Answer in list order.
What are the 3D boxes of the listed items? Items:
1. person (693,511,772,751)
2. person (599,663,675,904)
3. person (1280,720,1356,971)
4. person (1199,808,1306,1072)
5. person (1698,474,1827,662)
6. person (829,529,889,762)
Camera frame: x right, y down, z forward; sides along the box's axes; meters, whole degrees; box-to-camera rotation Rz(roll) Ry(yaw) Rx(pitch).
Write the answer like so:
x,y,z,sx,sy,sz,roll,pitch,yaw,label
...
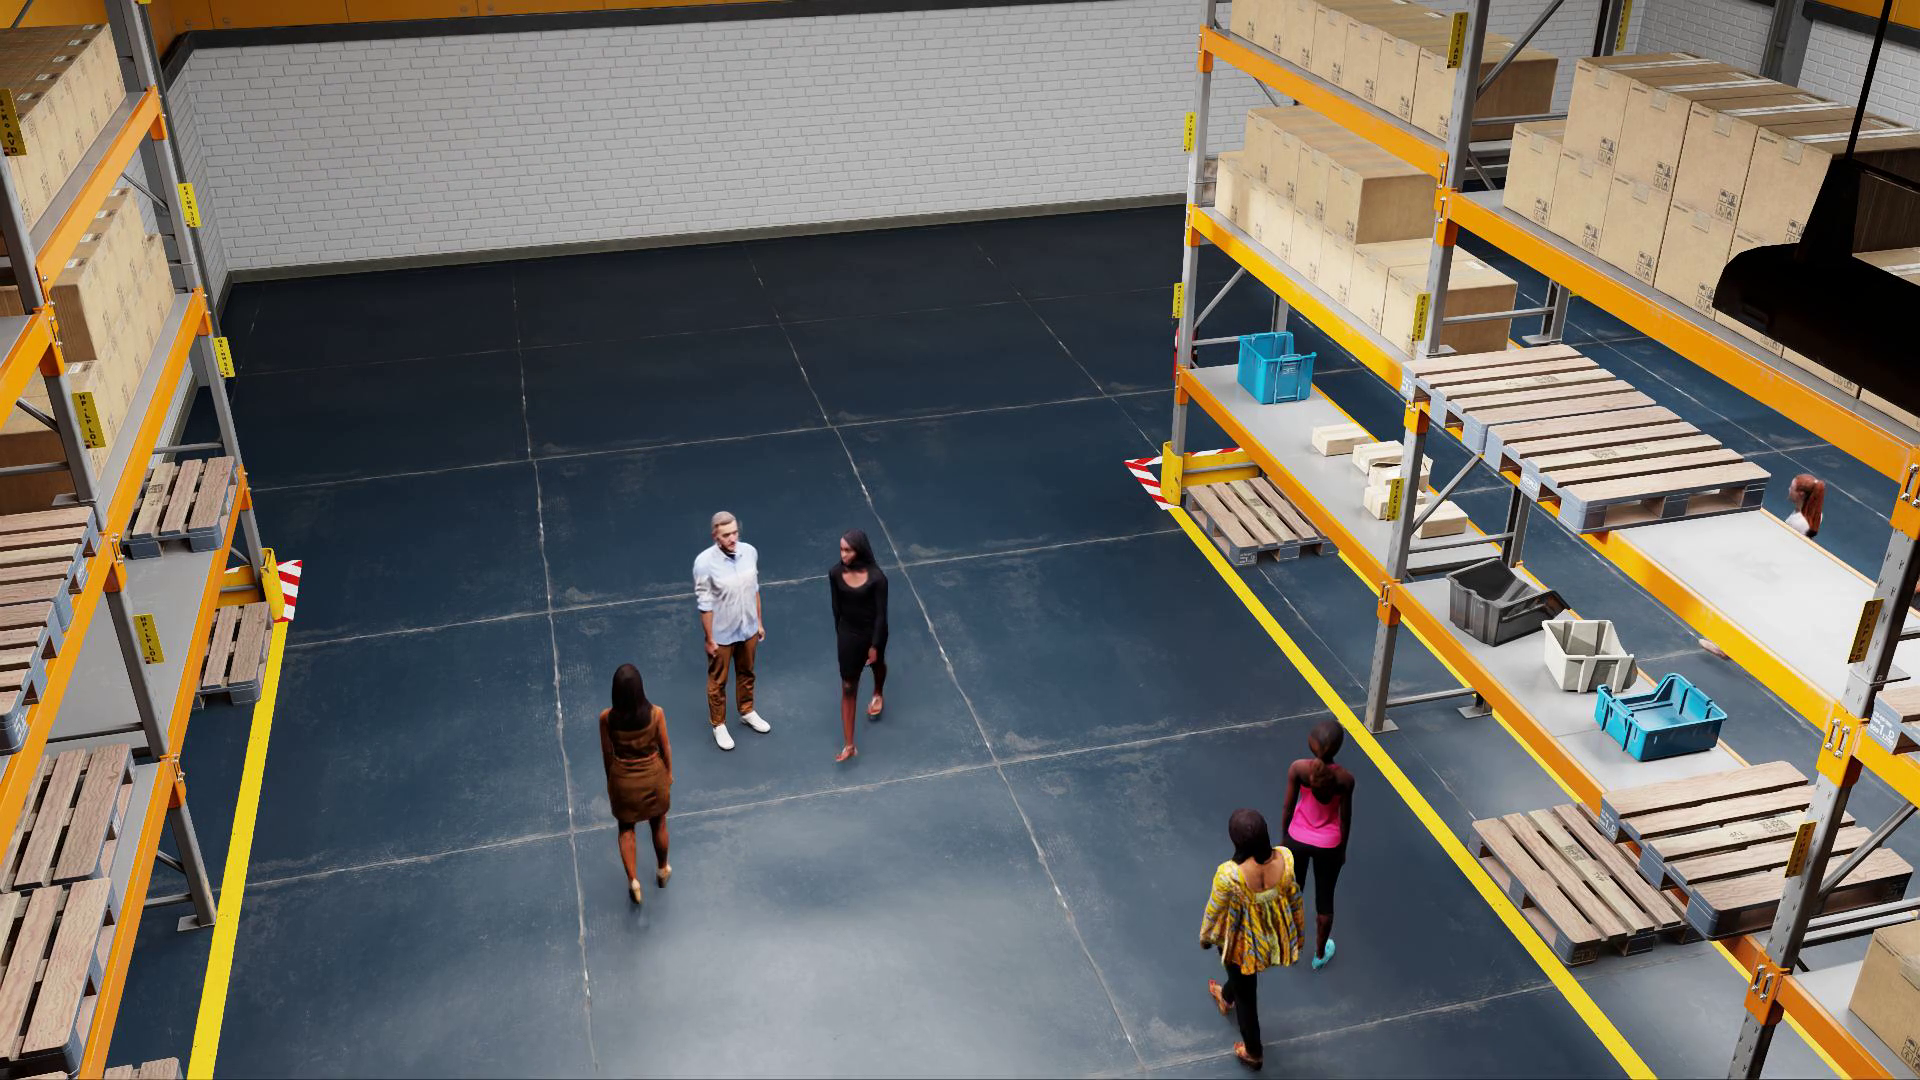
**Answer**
x,y,z,sx,sy,sz,roll,pitch,yaw,label
-1.643,0.607,11.889,0.766,1.827,0.747,-23,36,-36,person
-2.002,1.518,10.366,0.584,1.687,0.617,-5,29,-9,person
2.086,1.796,9.818,0.656,1.723,0.700,11,30,19,person
1.636,2.234,9.115,0.802,1.627,0.964,-12,31,-21,person
6.293,0.353,12.498,0.935,1.689,1.223,-23,36,-36,person
-0.663,0.669,11.949,1.009,1.660,1.276,7,29,13,person
